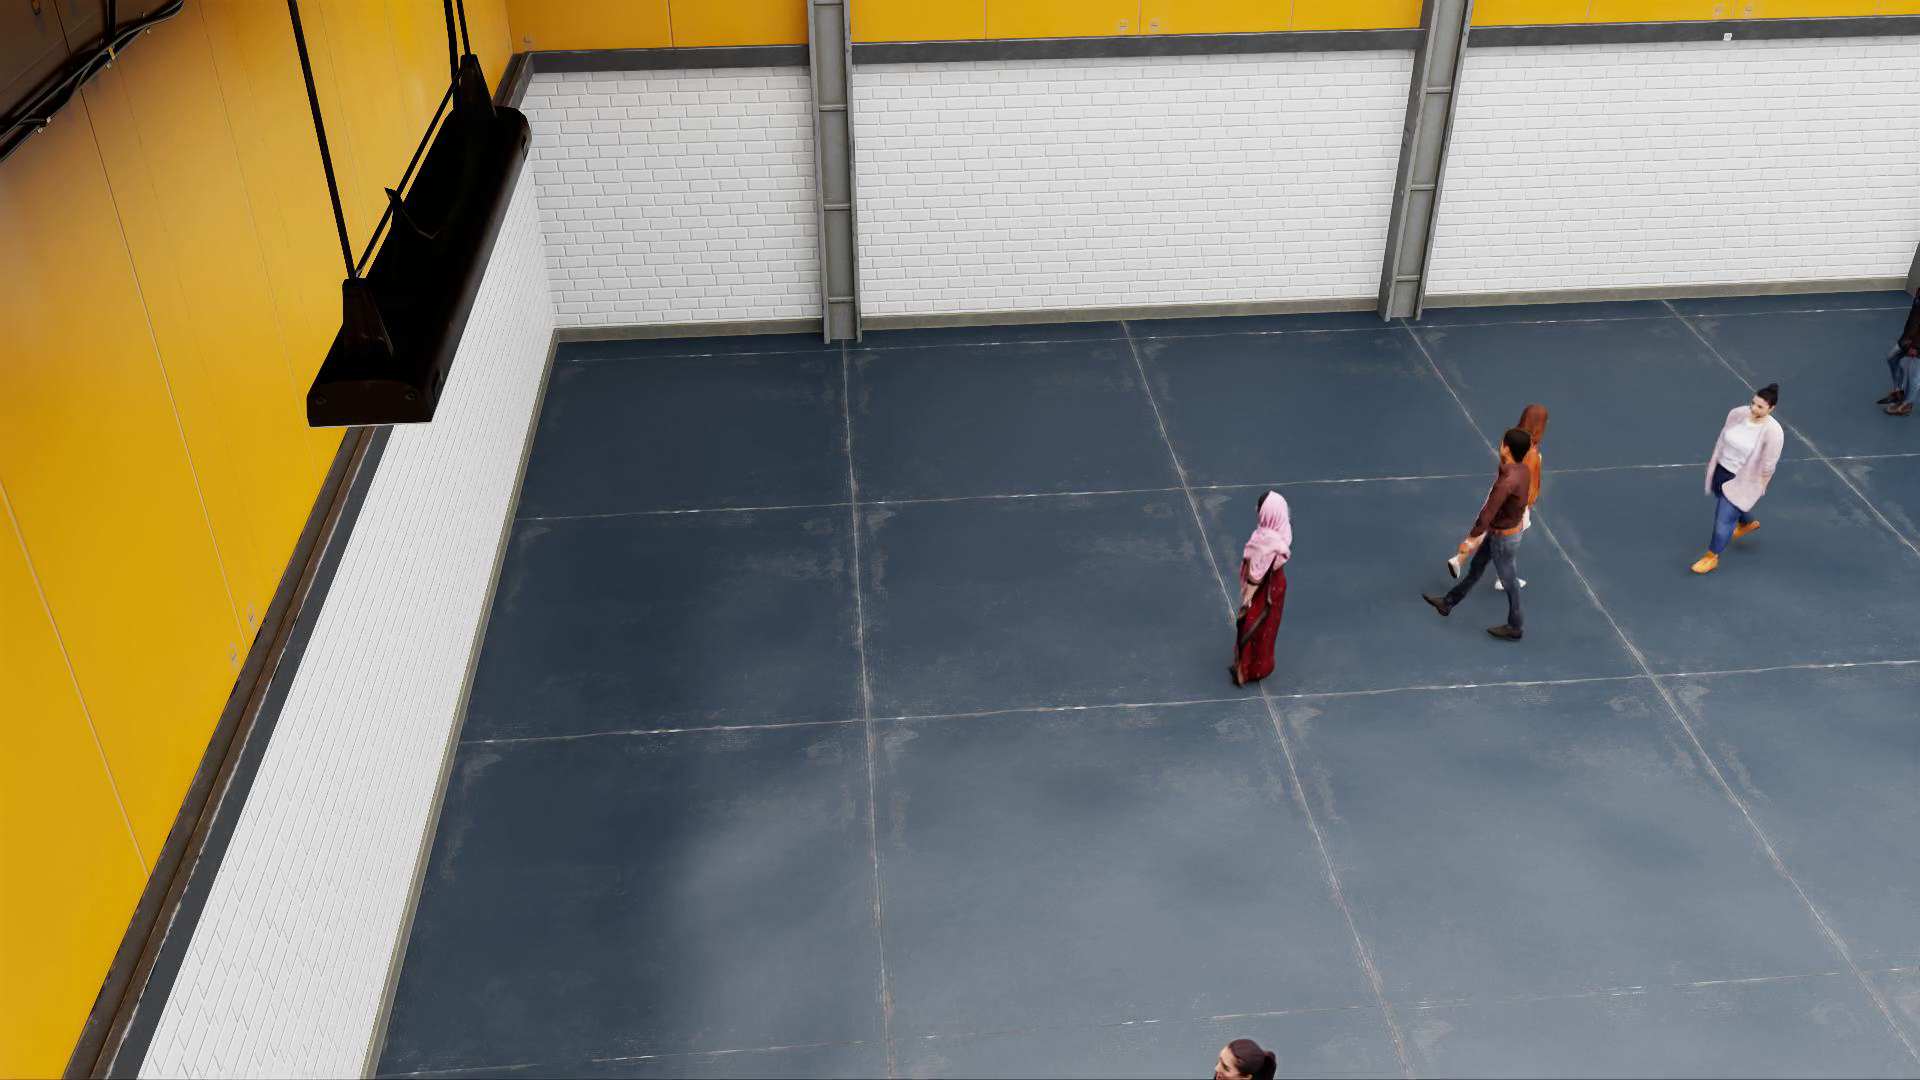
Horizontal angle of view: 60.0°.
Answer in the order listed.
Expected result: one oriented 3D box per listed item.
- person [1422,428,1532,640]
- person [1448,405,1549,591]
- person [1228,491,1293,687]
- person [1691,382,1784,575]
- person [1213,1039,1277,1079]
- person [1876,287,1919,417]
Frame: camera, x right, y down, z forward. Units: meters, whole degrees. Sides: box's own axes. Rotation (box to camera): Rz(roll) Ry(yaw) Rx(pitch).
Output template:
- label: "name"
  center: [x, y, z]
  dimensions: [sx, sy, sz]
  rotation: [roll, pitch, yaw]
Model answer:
- label: "person"
  center: [4.249, 0.018, 12.712]
  dimensions: [1.176, 1.728, 0.997]
  rotation: [12, 35, 17]
- label: "person"
  center: [4.303, -0.314, 13.234]
  dimensions: [0.947, 1.703, 0.705]
  rotation: [-7, 34, -10]
- label: "person"
  center: [2.261, 0.335, 12.318]
  dimensions: [0.801, 1.635, 0.769]
  rotation: [19, 38, 26]
- label: "person"
  center: [6.421, -0.554, 13.586]
  dimensions: [1.140, 1.713, 0.877]
  rotation: [-9, 35, -13]
- label: "person"
  center: [1.359, 3.043, 8.223]
  dimensions: [0.634, 1.660, 0.660]
  rotation: [-12, 35, -18]
- label: "person"
  center: [9.147, -1.904, 15.696]
  dimensions: [0.655, 1.625, 0.661]
  rotation: [4, 34, 6]
